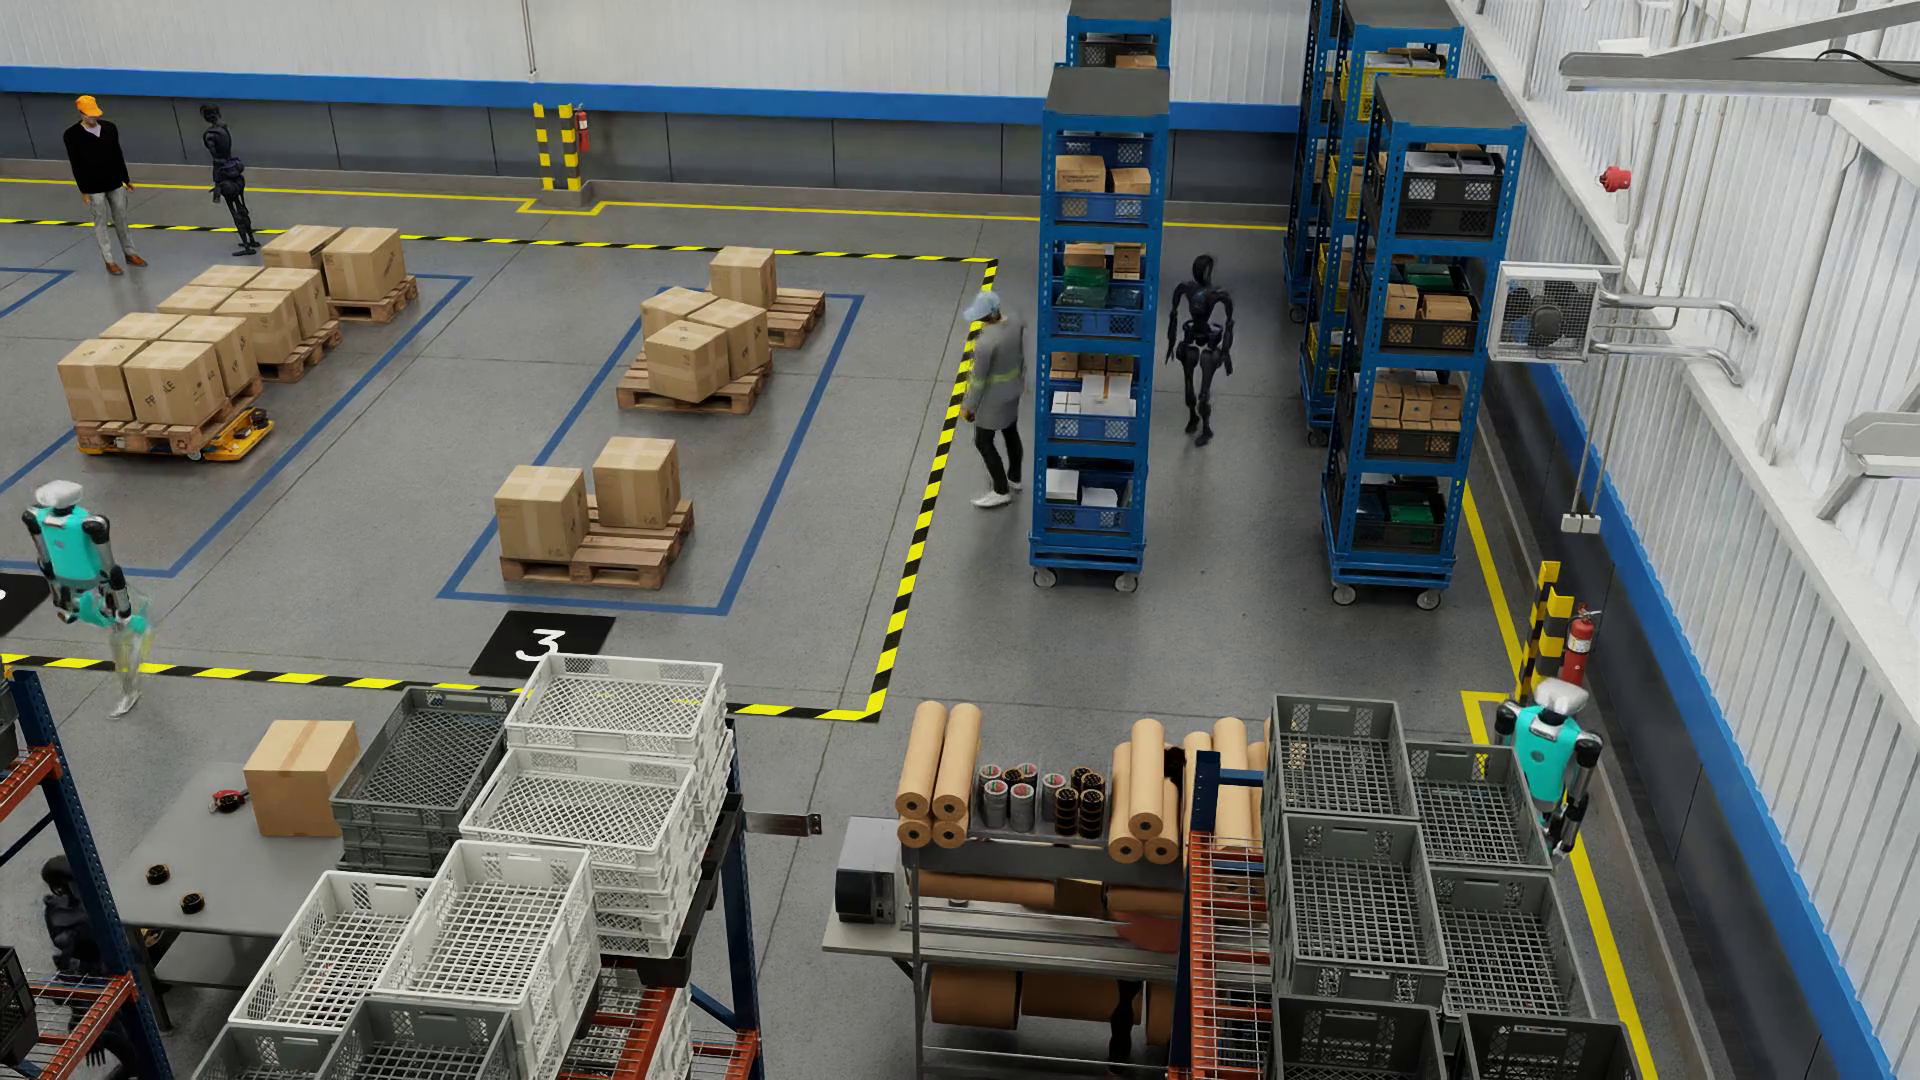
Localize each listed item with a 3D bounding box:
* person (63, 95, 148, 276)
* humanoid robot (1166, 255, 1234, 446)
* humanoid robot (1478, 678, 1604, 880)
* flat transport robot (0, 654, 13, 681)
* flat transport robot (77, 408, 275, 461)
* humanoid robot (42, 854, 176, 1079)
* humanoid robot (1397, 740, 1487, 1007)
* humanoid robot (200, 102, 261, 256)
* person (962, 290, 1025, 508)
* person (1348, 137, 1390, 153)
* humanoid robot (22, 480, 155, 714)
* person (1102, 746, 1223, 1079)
[{"bbox_3d":[-8.998,-3.743,17.504,0.384,1.879,0.585,19,35,29],"label":"person"},{"bbox_3d":[2.043,-1.636,14.093,0.616,1.643,0.474,15,33,23],"label":"humanoid robot"},{"bbox_3d":[3.061,1.415,8.776,0.543,1.800,0.673,21,36,31],"label":"humanoid robot"},{"bbox_3d":[-7.142,0.969,11.010,1.431,0.231,0.659,3,30,6],"label":"flat transport robot"},{"bbox_3d":[-6.728,-0.944,14.268,1.431,0.197,0.652,3,30,6],"label":"flat transport robot"},{"bbox_3d":[-4.033,2.068,7.723,0.439,1.641,0.619,-3,30,-6],"label":"humanoid robot"},{"bbox_3d":[2.353,1.714,8.319,0.588,1.649,0.359,1,30,2],"label":"humanoid robot"},{"bbox_3d":[-7.919,-3.907,17.974,0.315,1.653,0.599,-2,30,-4],"label":"humanoid robot"},{"bbox_3d":[0.309,-1.146,13.108,0.371,1.816,0.658,20,36,30],"label":"person"},{"bbox_3d":[4.268,-3.706,17.379,0.353,1.937,0.634,-24,38,-35],"label":"person"},{"bbox_3d":[-5.446,0.339,10.705,0.576,1.834,0.743,5,31,8],"label":"humanoid robot"},{"bbox_3d":[0.953,1.815,7.878,0.603,1.957,0.369,10,32,16],"label":"person"}]
